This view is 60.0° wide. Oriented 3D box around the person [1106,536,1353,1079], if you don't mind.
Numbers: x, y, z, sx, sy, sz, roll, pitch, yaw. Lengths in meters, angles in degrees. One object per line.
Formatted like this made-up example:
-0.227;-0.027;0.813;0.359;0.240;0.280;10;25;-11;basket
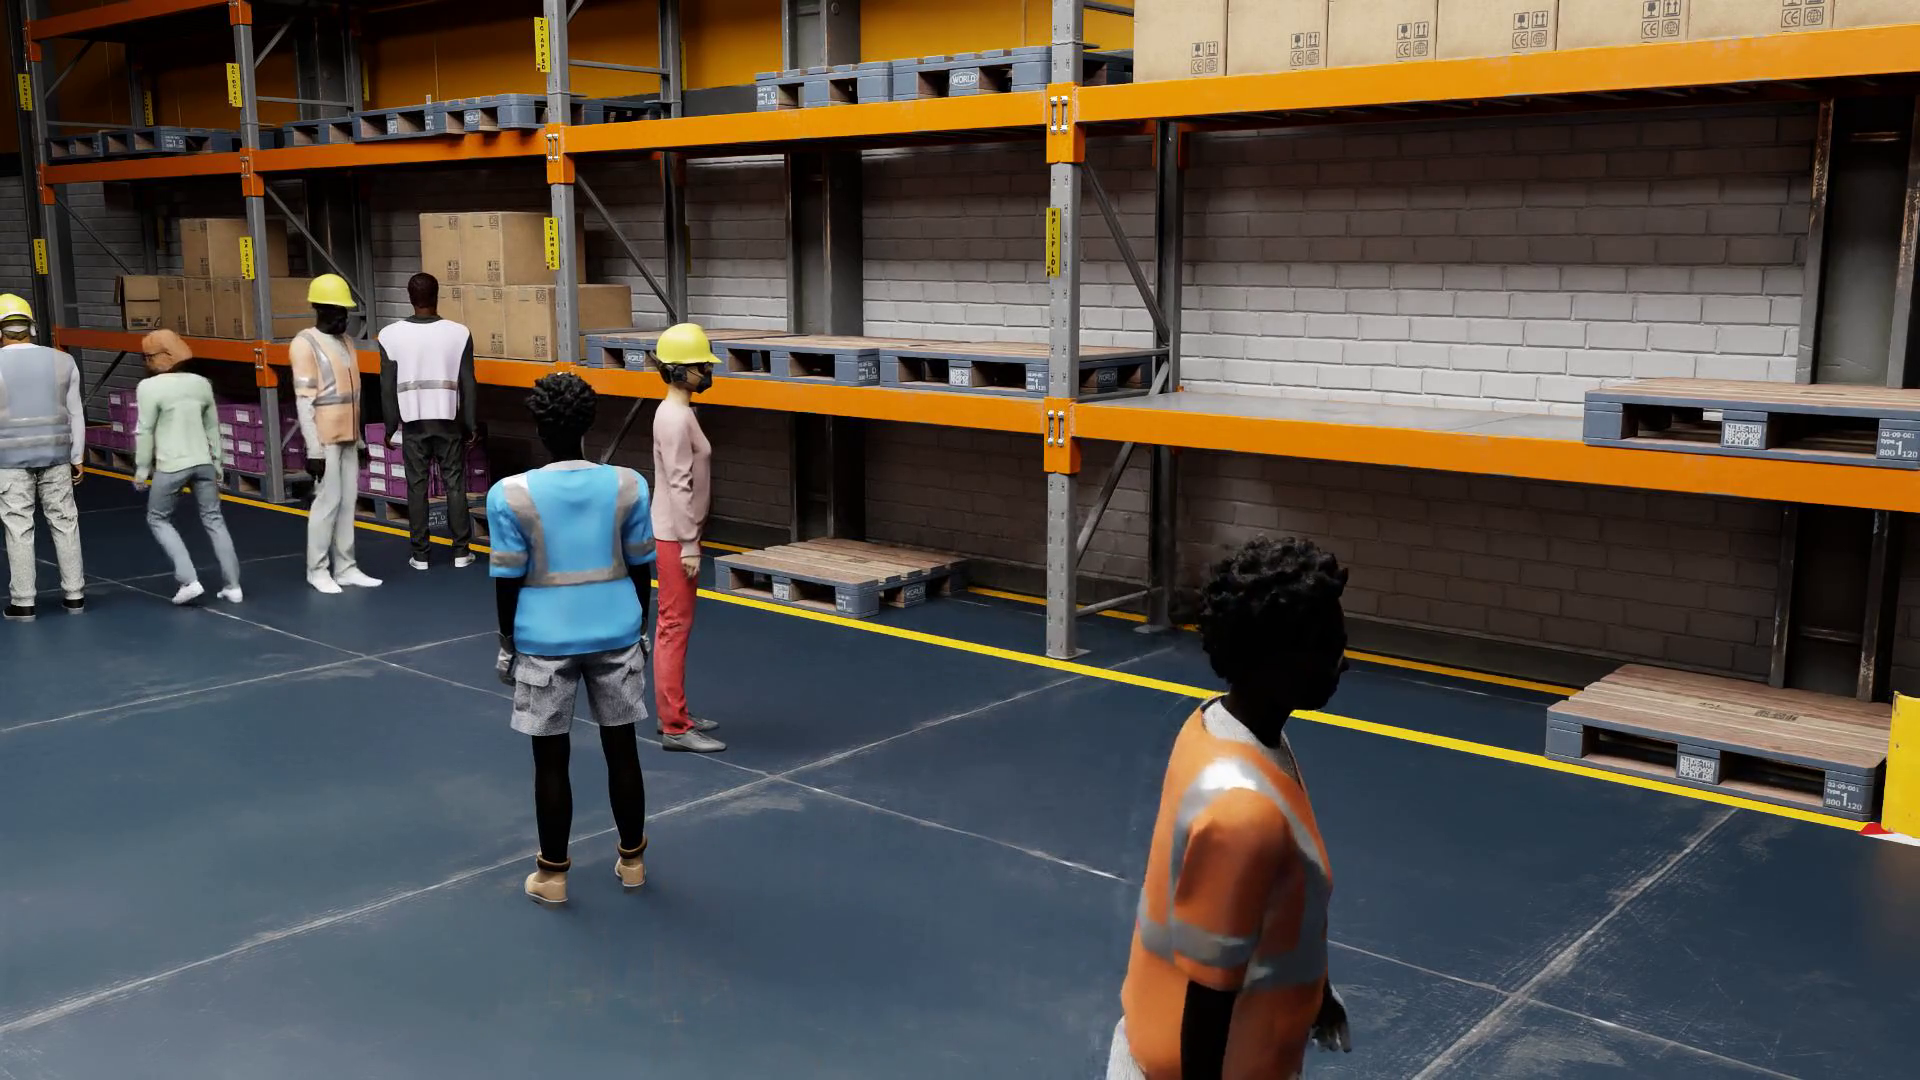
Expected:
0.479;0.800;2.662;0.912;1.633;0.534;0;10;2;person

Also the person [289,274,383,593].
-3.781;-0.636;10.068;0.398;1.932;0.619;2;10;10;person

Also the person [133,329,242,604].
-4.472;-0.404;9.598;0.409;1.614;0.542;4;11;24;person

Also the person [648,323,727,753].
-1.142;-0.010;6.920;0.325;1.769;0.524;-2;10;-10;person

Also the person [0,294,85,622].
-5.204;-0.454;9.291;0.403;1.822;0.589;9;14;43;person

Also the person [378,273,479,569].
-3.426;-0.762;10.774;0.596;1.915;0.370;-3;10;-18;person

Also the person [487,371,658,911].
-1.210;0.320;5.244;0.532;1.696;0.318;-5;11;-28;person
